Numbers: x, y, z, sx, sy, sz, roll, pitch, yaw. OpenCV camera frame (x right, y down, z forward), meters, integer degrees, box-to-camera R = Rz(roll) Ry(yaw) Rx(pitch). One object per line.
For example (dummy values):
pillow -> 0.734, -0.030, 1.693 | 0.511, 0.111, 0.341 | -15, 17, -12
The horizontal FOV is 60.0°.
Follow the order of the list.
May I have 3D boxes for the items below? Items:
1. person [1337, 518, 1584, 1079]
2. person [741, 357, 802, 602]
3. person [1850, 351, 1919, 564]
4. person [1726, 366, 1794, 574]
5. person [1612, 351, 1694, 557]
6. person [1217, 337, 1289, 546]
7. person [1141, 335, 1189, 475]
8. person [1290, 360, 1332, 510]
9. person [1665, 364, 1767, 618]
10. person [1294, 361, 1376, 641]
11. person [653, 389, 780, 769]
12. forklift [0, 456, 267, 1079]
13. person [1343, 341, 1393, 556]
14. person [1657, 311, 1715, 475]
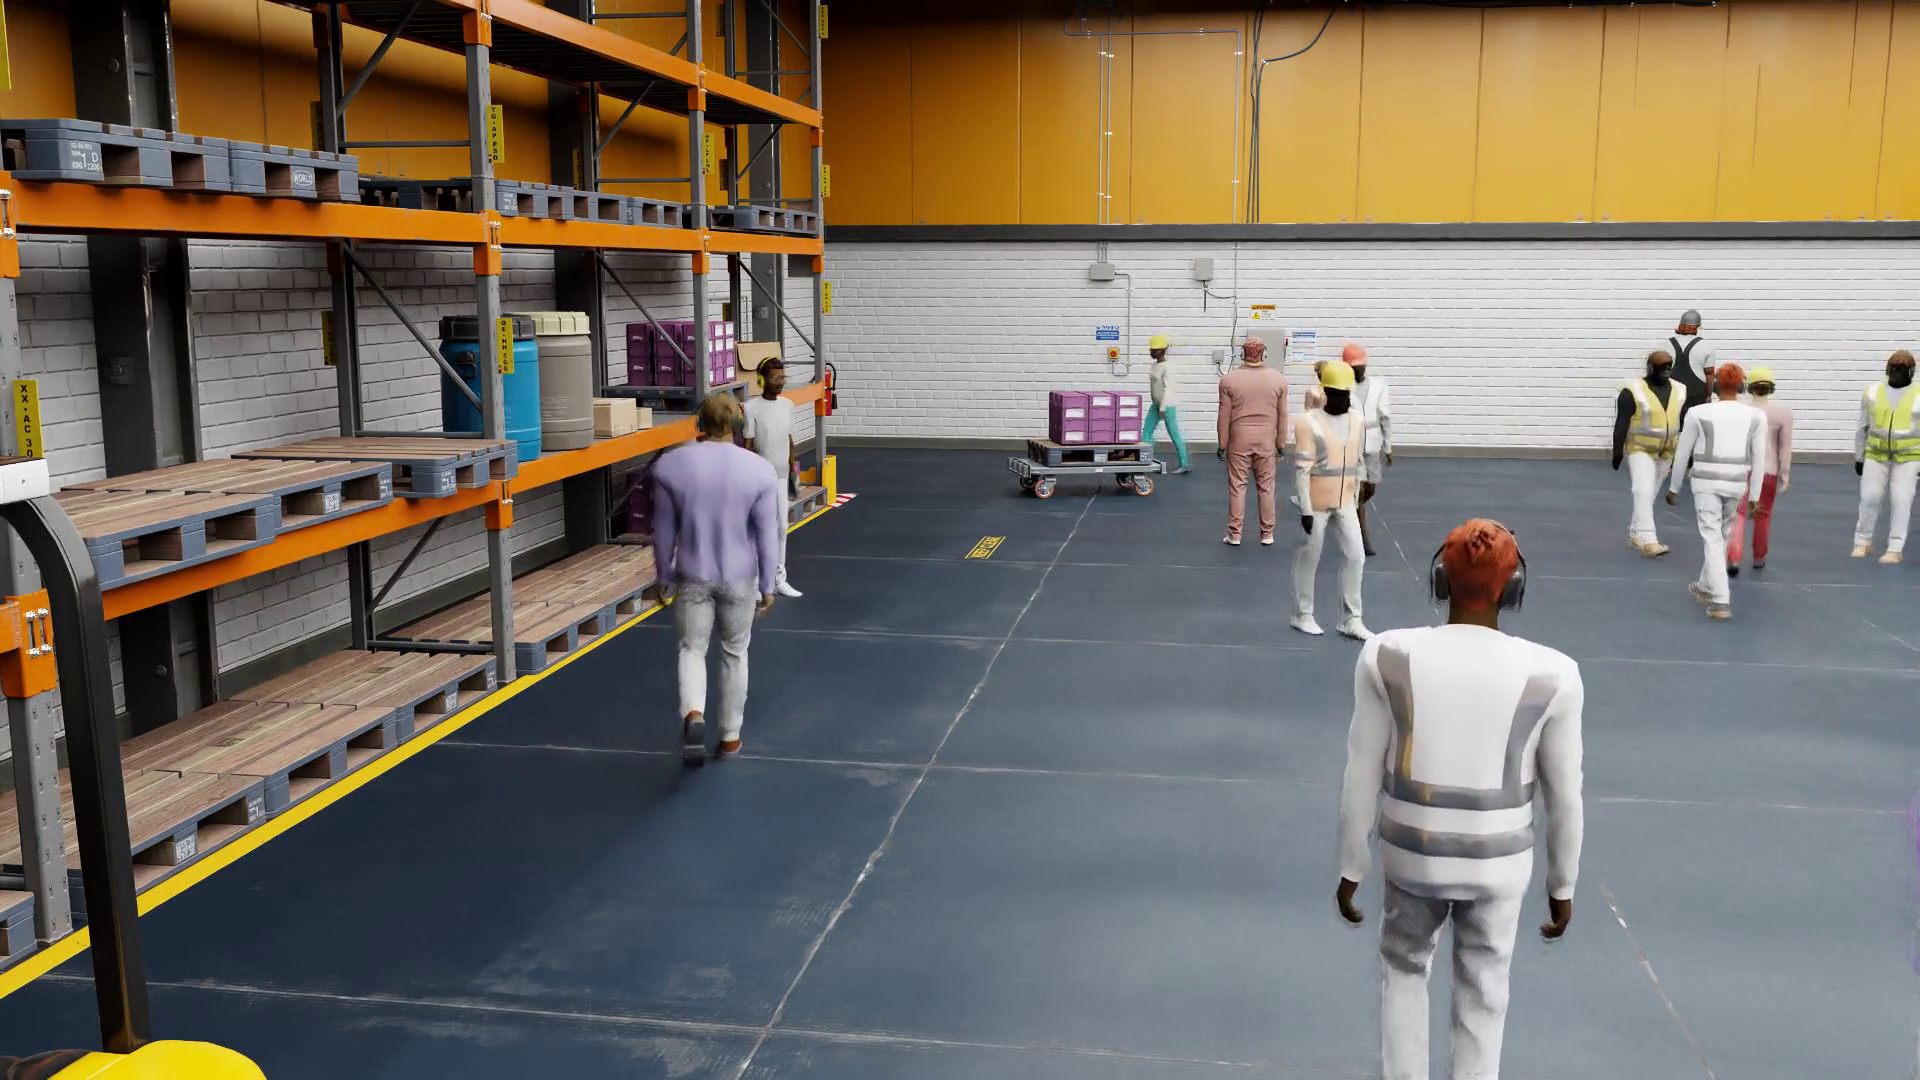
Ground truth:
person -> 1.330, 0.865, 4.434 | 0.615, 1.867, 0.470 | 3, 10, 18
person -> -1.434, -0.458, 12.650 | 0.328, 1.861, 0.541 | 8, 12, 42
person -> 8.041, -0.700, 14.310 | 0.671, 1.812, 0.513 | 9, 13, 43
person -> 6.584, -0.580, 13.789 | 0.539, 1.734, 0.811 | 4, 10, 26
person -> 6.141, -0.752, 14.620 | 0.640, 1.797, 0.899 | -2, 9, -12
person -> 2.655, -0.891, 15.155 | 0.649, 1.907, 0.409 | 0, 9, -1
person -> 2.416, -1.636, 20.329 | 0.938, 1.712, 0.541 | -4, 10, -21
person -> 3.701, -1.039, 17.007 | 0.541, 1.589, 0.840 | -3, 10, -16
person -> 5.553, -0.372, 12.198 | 0.592, 1.839, 0.982 | 1, 9, 3
person -> 2.547, -0.255, 11.253 | 0.611, 1.893, 0.795 | -4, 10, -26
person -> -1.224, 0.207, 8.352 | 0.643, 1.923, 0.705 | 0, 9, -2
forklift -> -2.328, 0.975, 2.765 | 2.313, 2.155, 1.214 | 1, 9, 9
person -> 3.541, -0.843, 14.898 | 0.573, 1.898, 0.844 | -1, 9, -6
person -> 8.855, -1.789, 20.283 | 0.675, 2.000, 0.536 | 7, 12, 38
